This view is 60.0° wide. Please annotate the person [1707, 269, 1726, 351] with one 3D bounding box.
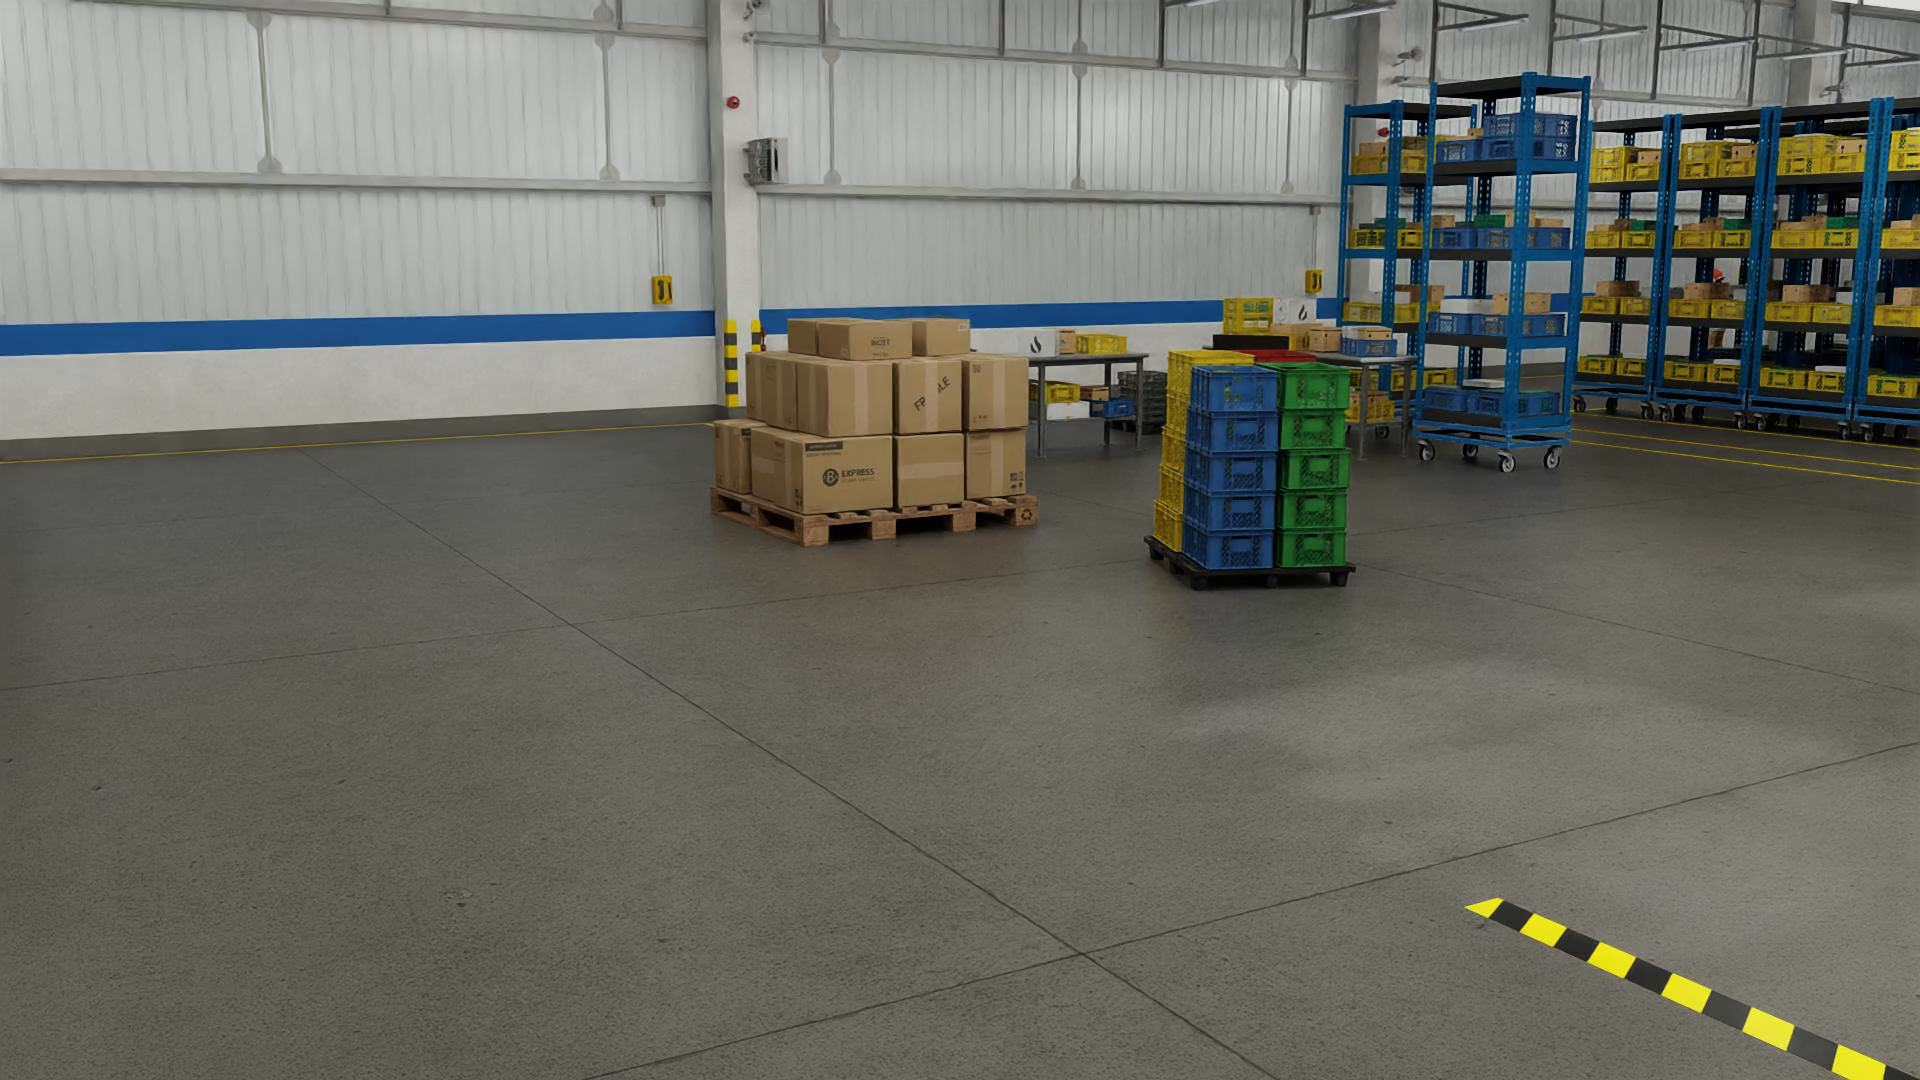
[{"bbox_3d":[11.331,-3.208,25.066,0.563,1.743,0.359,-8,13,-40],"label":"person"}]
